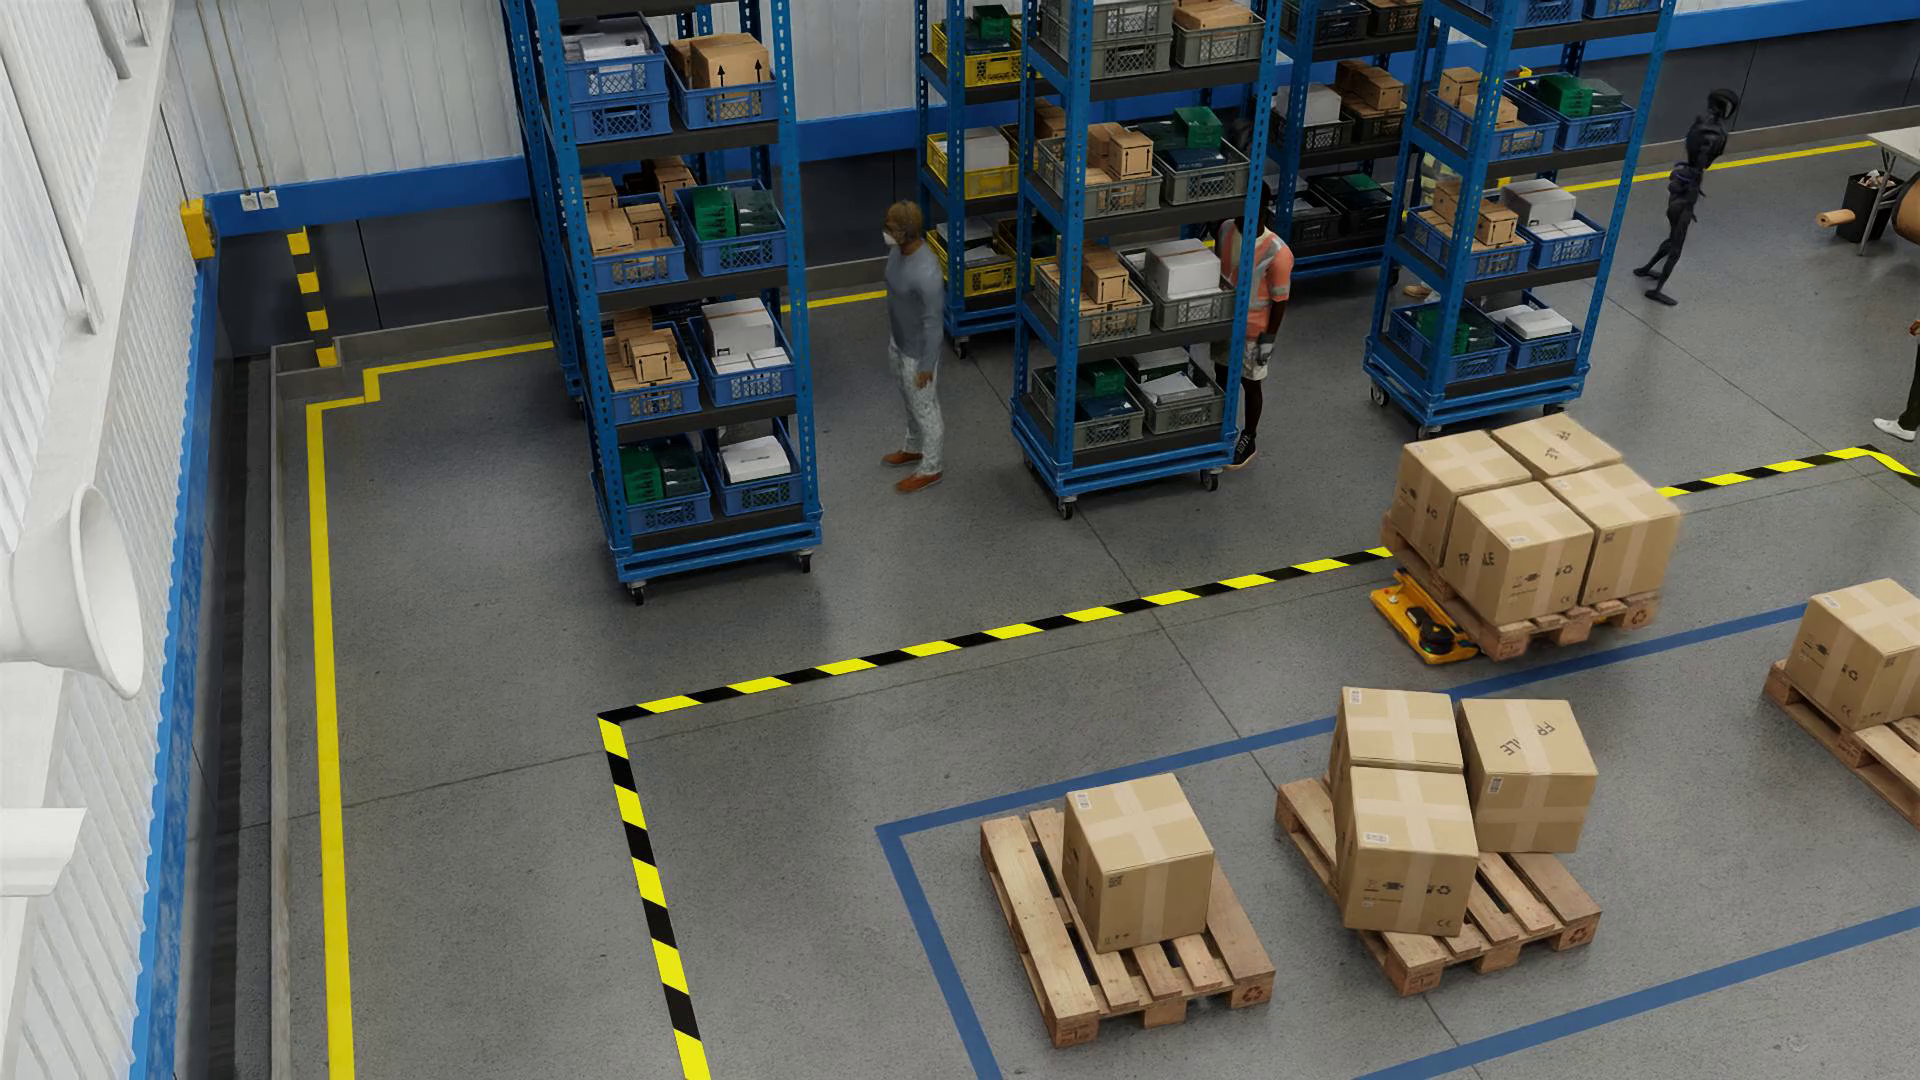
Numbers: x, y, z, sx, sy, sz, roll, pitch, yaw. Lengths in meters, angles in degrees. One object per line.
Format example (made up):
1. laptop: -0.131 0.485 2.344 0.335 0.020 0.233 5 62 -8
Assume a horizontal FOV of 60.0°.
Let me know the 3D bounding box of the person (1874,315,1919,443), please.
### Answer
1. person: 6.456 -1.505 10.815 0.596 1.850 0.384 -12 37 -16

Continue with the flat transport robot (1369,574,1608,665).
1. flat transport robot: 3.164 0.316 9.584 1.431 0.197 0.652 -11 37 -15

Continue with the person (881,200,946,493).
1. person: -0.288 -1.204 10.315 0.353 1.936 0.634 -13 37 -17

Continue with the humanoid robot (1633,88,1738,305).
1. humanoid robot: 5.470 -2.629 12.560 0.393 1.639 0.616 13 37 17

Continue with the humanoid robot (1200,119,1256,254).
1. humanoid robot: 1.970 -2.241 11.999 0.315 1.655 0.599 -17 39 -23

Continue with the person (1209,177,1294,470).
1. person: 1.777 -1.373 10.537 0.375 1.958 0.603 -24 42 -30

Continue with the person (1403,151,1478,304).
1. person: 3.594 -2.545 12.299 0.429 1.843 0.630 6 36 8
